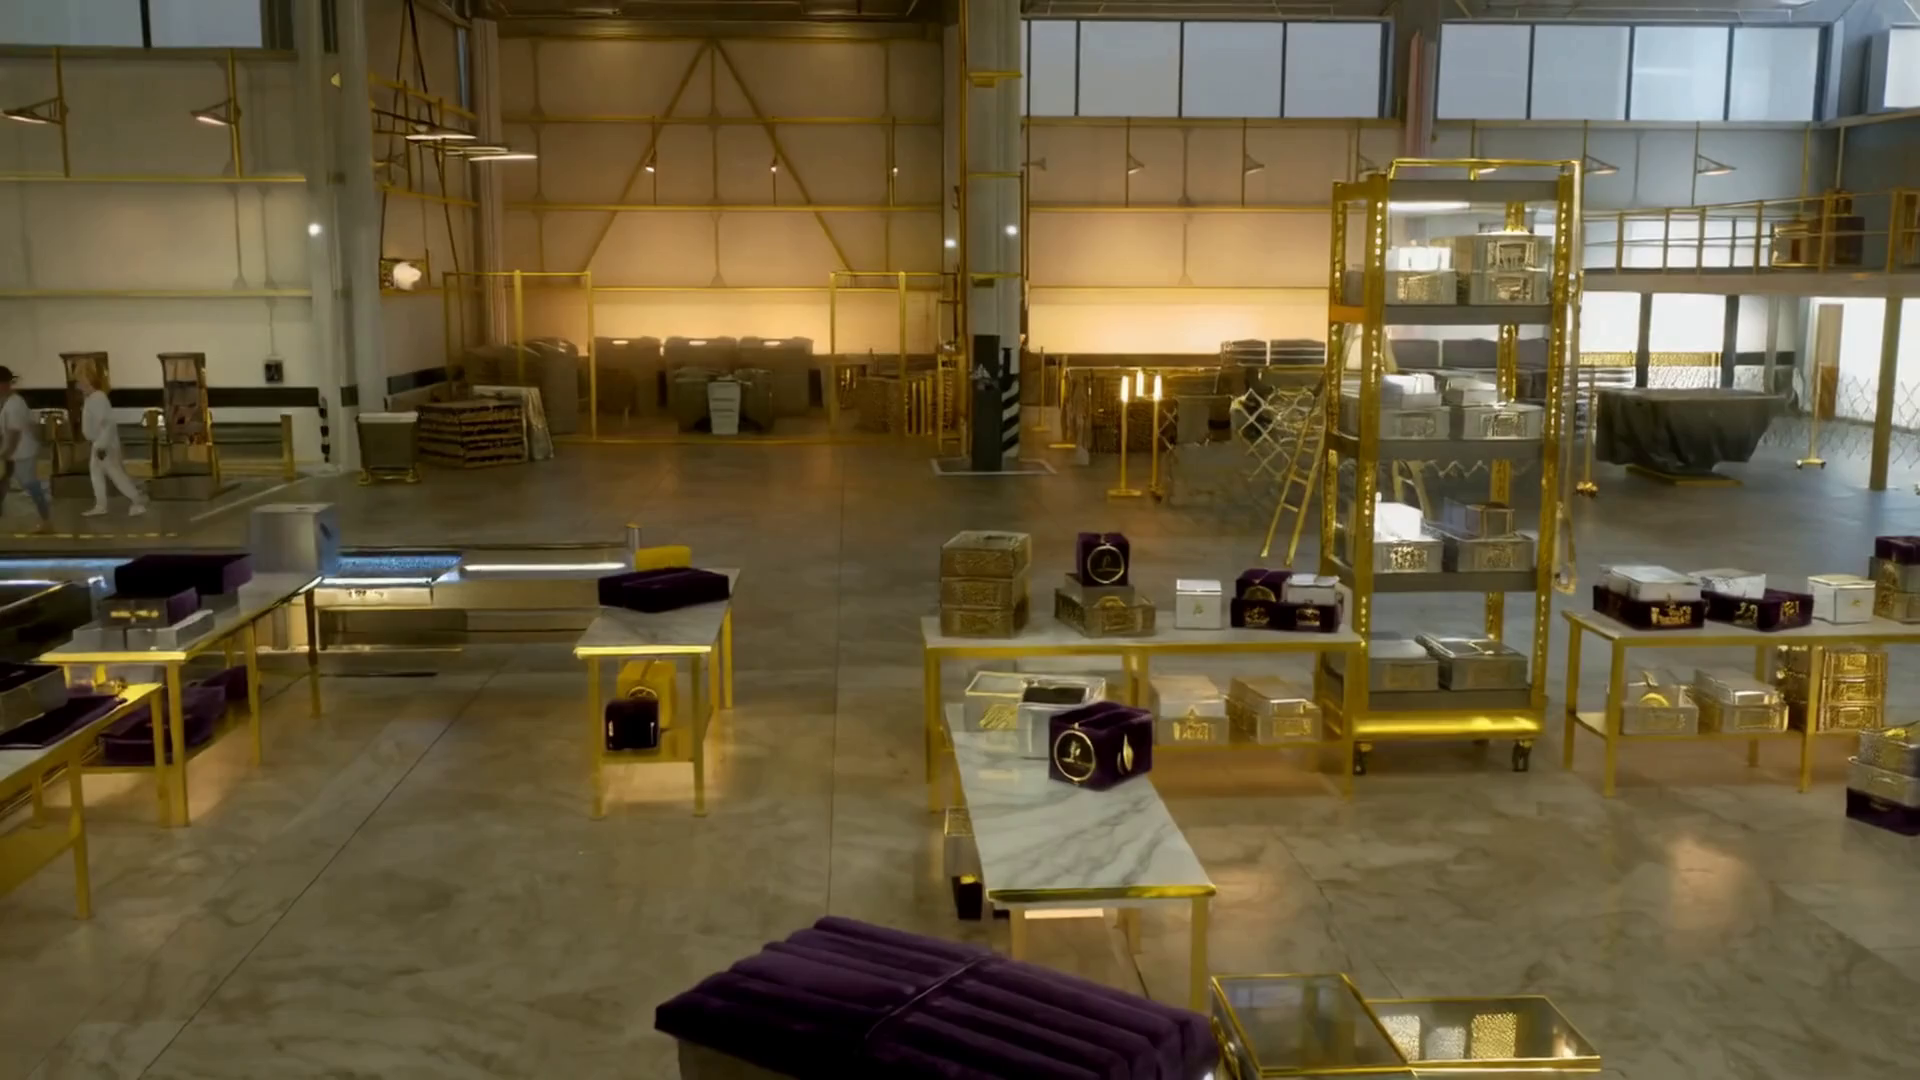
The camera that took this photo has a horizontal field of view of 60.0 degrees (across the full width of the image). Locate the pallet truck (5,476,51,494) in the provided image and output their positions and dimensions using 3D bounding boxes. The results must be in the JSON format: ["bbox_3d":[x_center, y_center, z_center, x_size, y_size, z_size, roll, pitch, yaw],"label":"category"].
[{"bbox_3d":[-13.193,-1.293,23.148,0.653,1.274,1.630,-1,9,-4],"label":"pallet truck"}]

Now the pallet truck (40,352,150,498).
[{"bbox_3d":[-11.907,-1.642,23.165,0.823,1.965,1.885,0,9,0],"label":"pallet truck"}]

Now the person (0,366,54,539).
[{"bbox_3d":[-10.885,-0.966,18.932,0.612,1.994,0.984,7,11,37],"label":"person"}]

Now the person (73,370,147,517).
[{"bbox_3d":[-10.676,-1.206,20.905,0.713,1.862,0.663,-6,11,-32],"label":"person"}]

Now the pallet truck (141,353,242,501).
[{"bbox_3d":[-10.520,-1.604,22.925,0.823,1.965,1.885,-1,9,-6],"label":"pallet truck"}]
